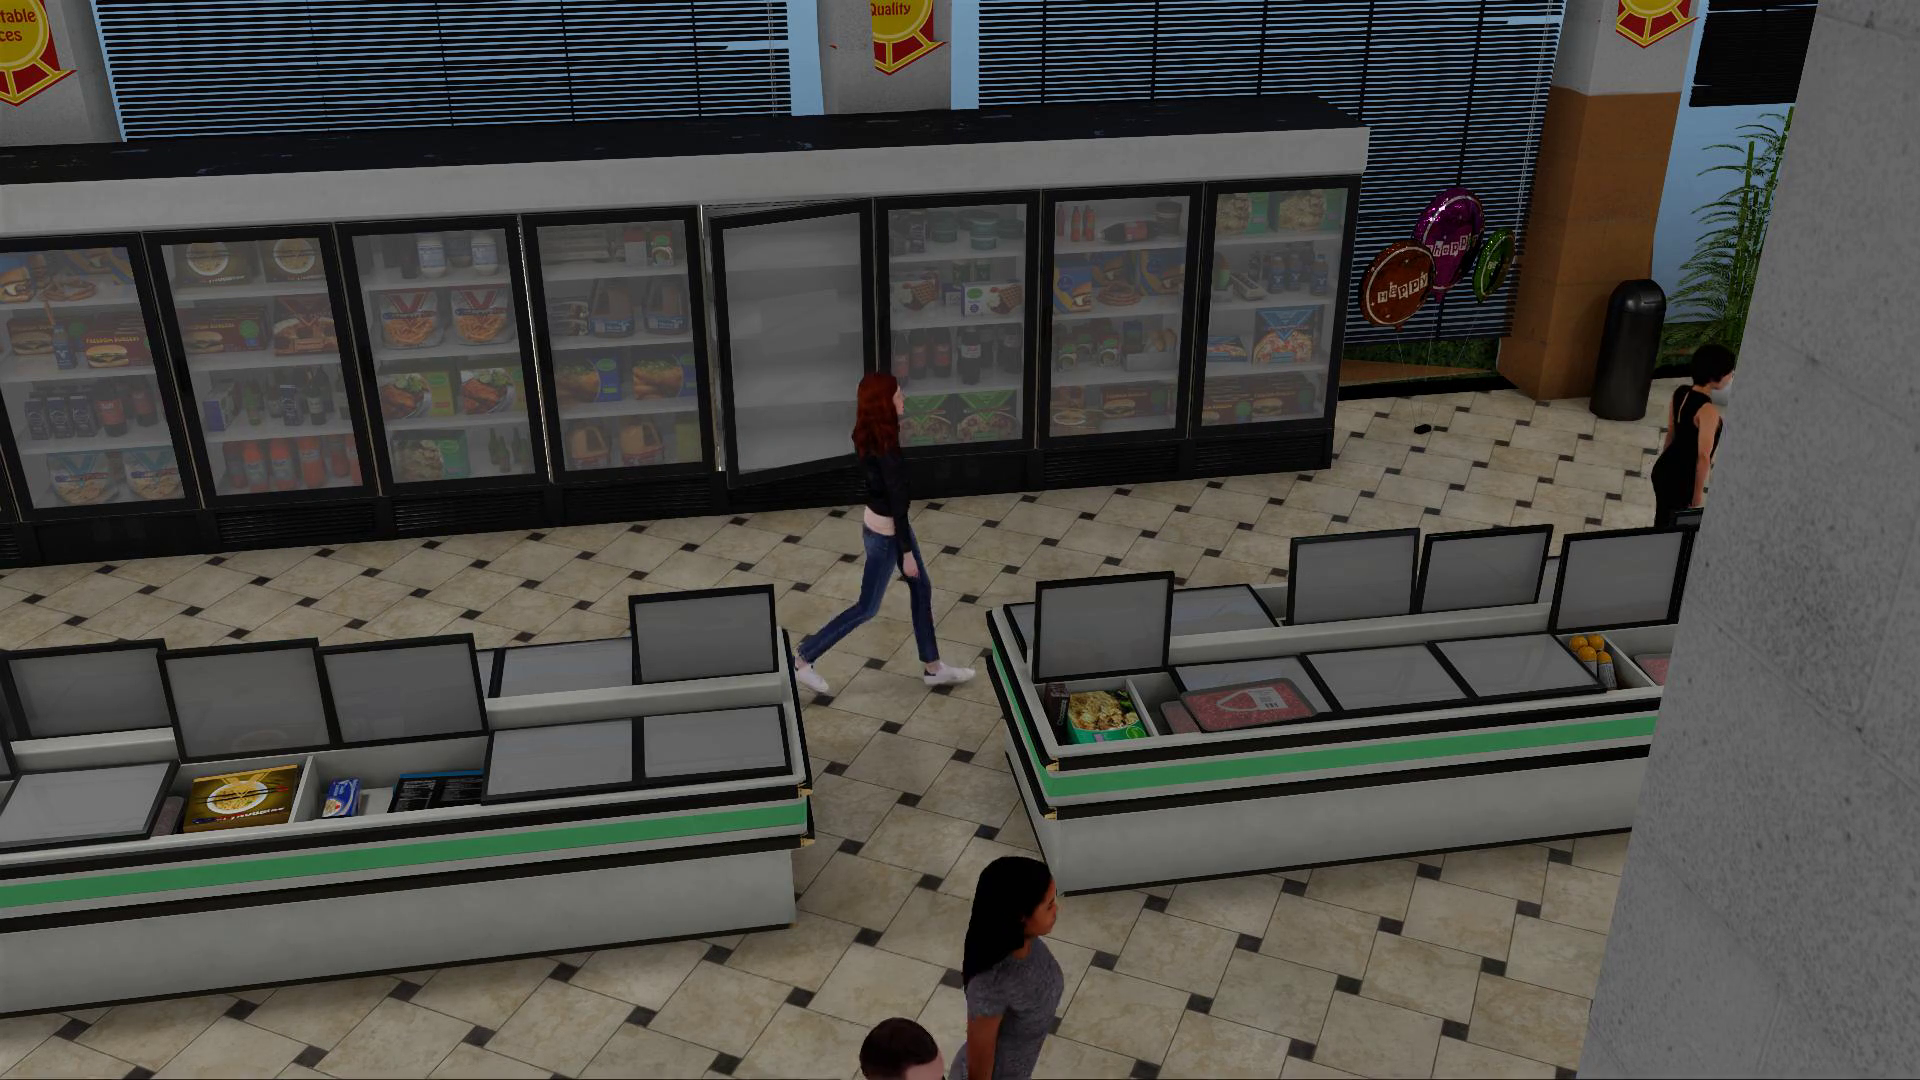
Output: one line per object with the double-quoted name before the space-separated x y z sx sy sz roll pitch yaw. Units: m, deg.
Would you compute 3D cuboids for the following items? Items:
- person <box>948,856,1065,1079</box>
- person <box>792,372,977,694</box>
"person" 0.004 1.692 4.994 1.130 1.744 0.854 7 28 14
"person" -0.453 0.037 8.252 1.215 1.751 0.587 -4 27 -8
